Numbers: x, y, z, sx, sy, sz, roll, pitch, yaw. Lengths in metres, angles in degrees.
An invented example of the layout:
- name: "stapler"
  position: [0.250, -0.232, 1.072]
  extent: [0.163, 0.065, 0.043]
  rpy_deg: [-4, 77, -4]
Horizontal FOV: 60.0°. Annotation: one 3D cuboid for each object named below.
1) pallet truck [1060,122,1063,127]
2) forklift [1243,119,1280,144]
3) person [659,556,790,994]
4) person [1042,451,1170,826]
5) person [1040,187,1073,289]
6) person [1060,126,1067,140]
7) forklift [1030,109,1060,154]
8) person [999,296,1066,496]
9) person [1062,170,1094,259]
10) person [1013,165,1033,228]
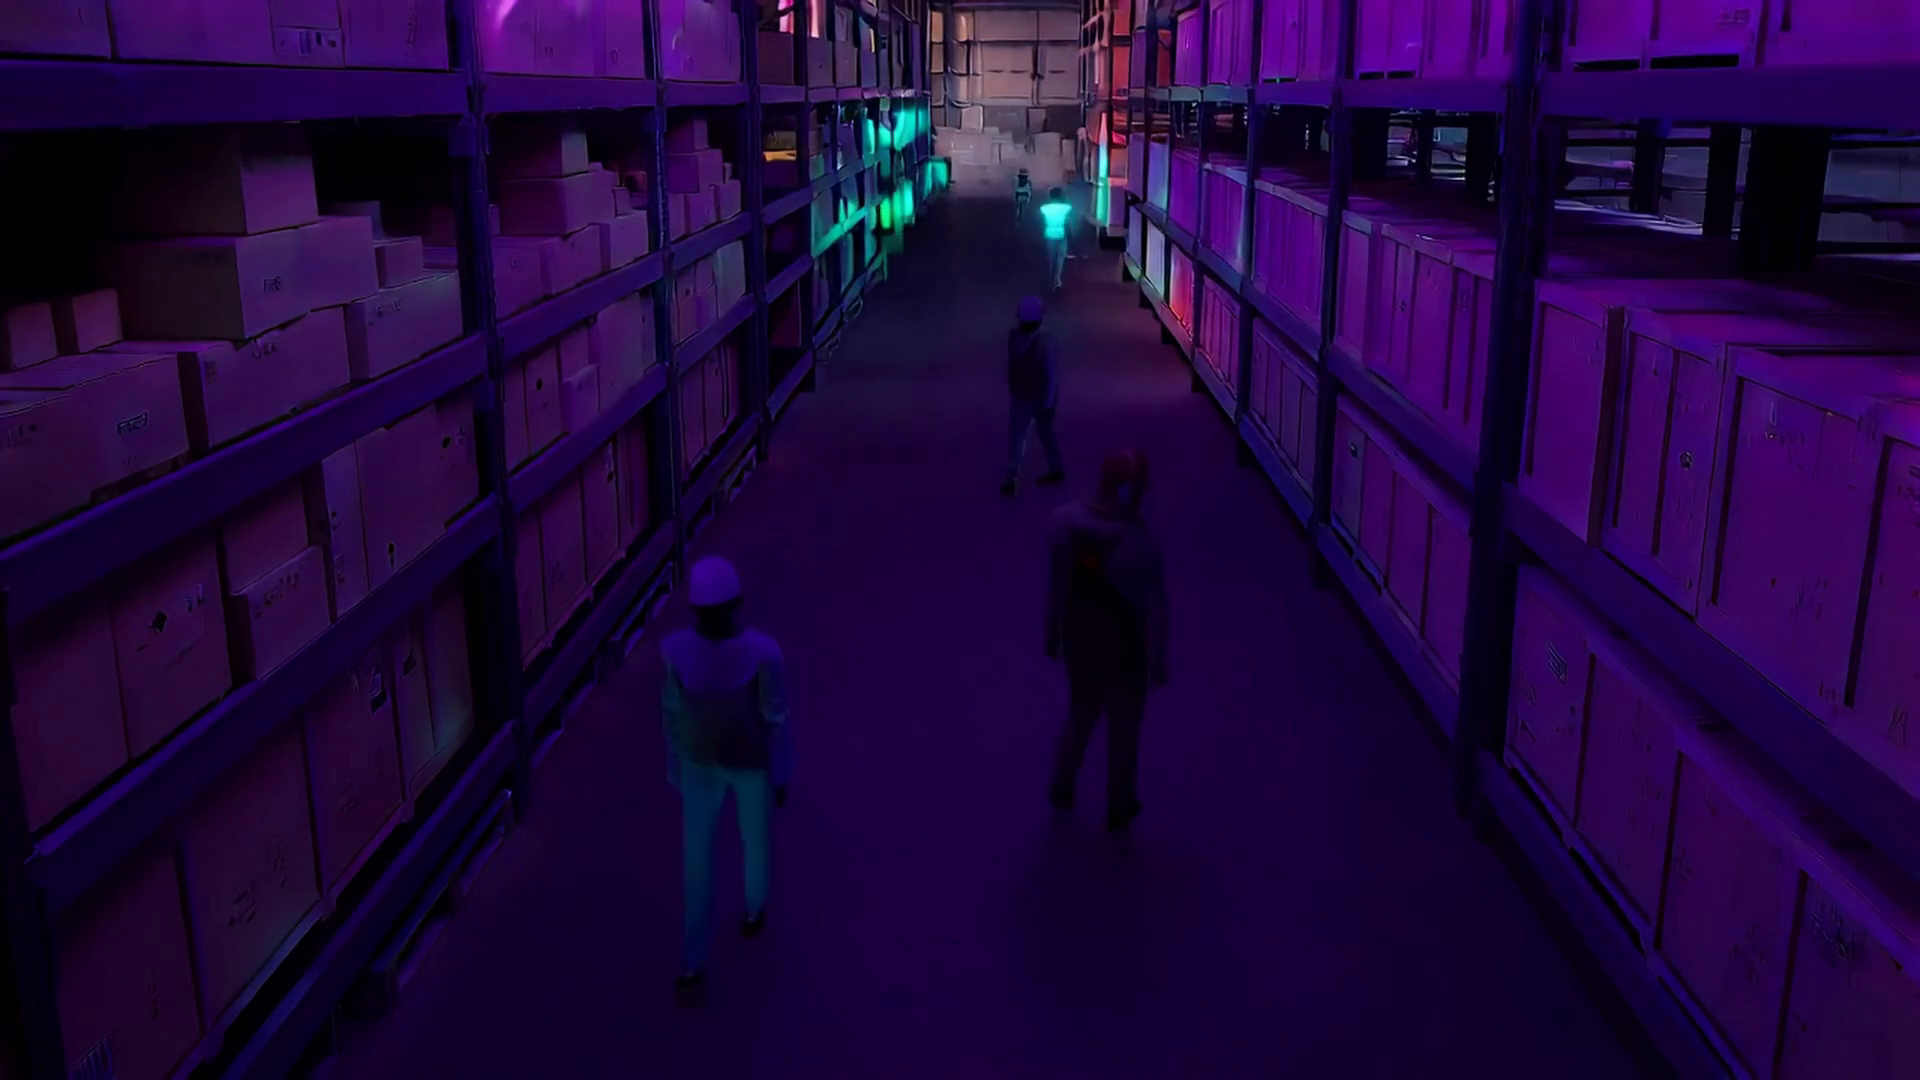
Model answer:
- name: "pallet truck"
  position: [5.788, -21.111, 88.014]
  extent: [1.885, 1.965, 0.823]
  rpy_deg: [5, 16, 18]
- name: "forklift"
  position: [7.726, -9.438, 42.907]
  extent: [1.129, 2.768, 1.873]
  rpy_deg: [0, 15, 2]
- name: "person"
  position: [-0.944, 0.900, 6.632]
  extent: [0.543, 1.711, 0.895]
  rpy_deg: [2, 15, 6]
- name: "person"
  position: [0.712, 0.478, 7.913]
  extent: [0.677, 1.877, 0.468]
  rpy_deg: [11, 19, 36]
- name: "person"
  position: [1.739, -5.443, 30.026]
  extent: [0.607, 1.828, 0.451]
  rpy_deg: [3, 15, 13]
- name: "person"
  position: [4.950, -19.300, 81.485]
  extent: [0.572, 1.887, 0.356]
  rpy_deg: [0, 15, -1]
- name: "forklift"
  position: [3.819, -16.736, 70.062]
  extent: [1.873, 2.768, 1.129]
  rpy_deg: [12, 19, 37]
- name: "person"
  position: [0.655, -1.285, 14.683]
  extent: [0.601, 1.773, 0.915]
  rpy_deg: [12, 19, 38]
- name: "person"
  position: [2.518, -6.962, 35.600]
  extent: [0.706, 1.883, 0.437]
  rpy_deg: [3, 15, 10]
- name: "person"
  position: [1.654, -9.046, 43.826]
  extent: [0.533, 1.624, 0.405]
  rpy_deg: [3, 15, 10]
